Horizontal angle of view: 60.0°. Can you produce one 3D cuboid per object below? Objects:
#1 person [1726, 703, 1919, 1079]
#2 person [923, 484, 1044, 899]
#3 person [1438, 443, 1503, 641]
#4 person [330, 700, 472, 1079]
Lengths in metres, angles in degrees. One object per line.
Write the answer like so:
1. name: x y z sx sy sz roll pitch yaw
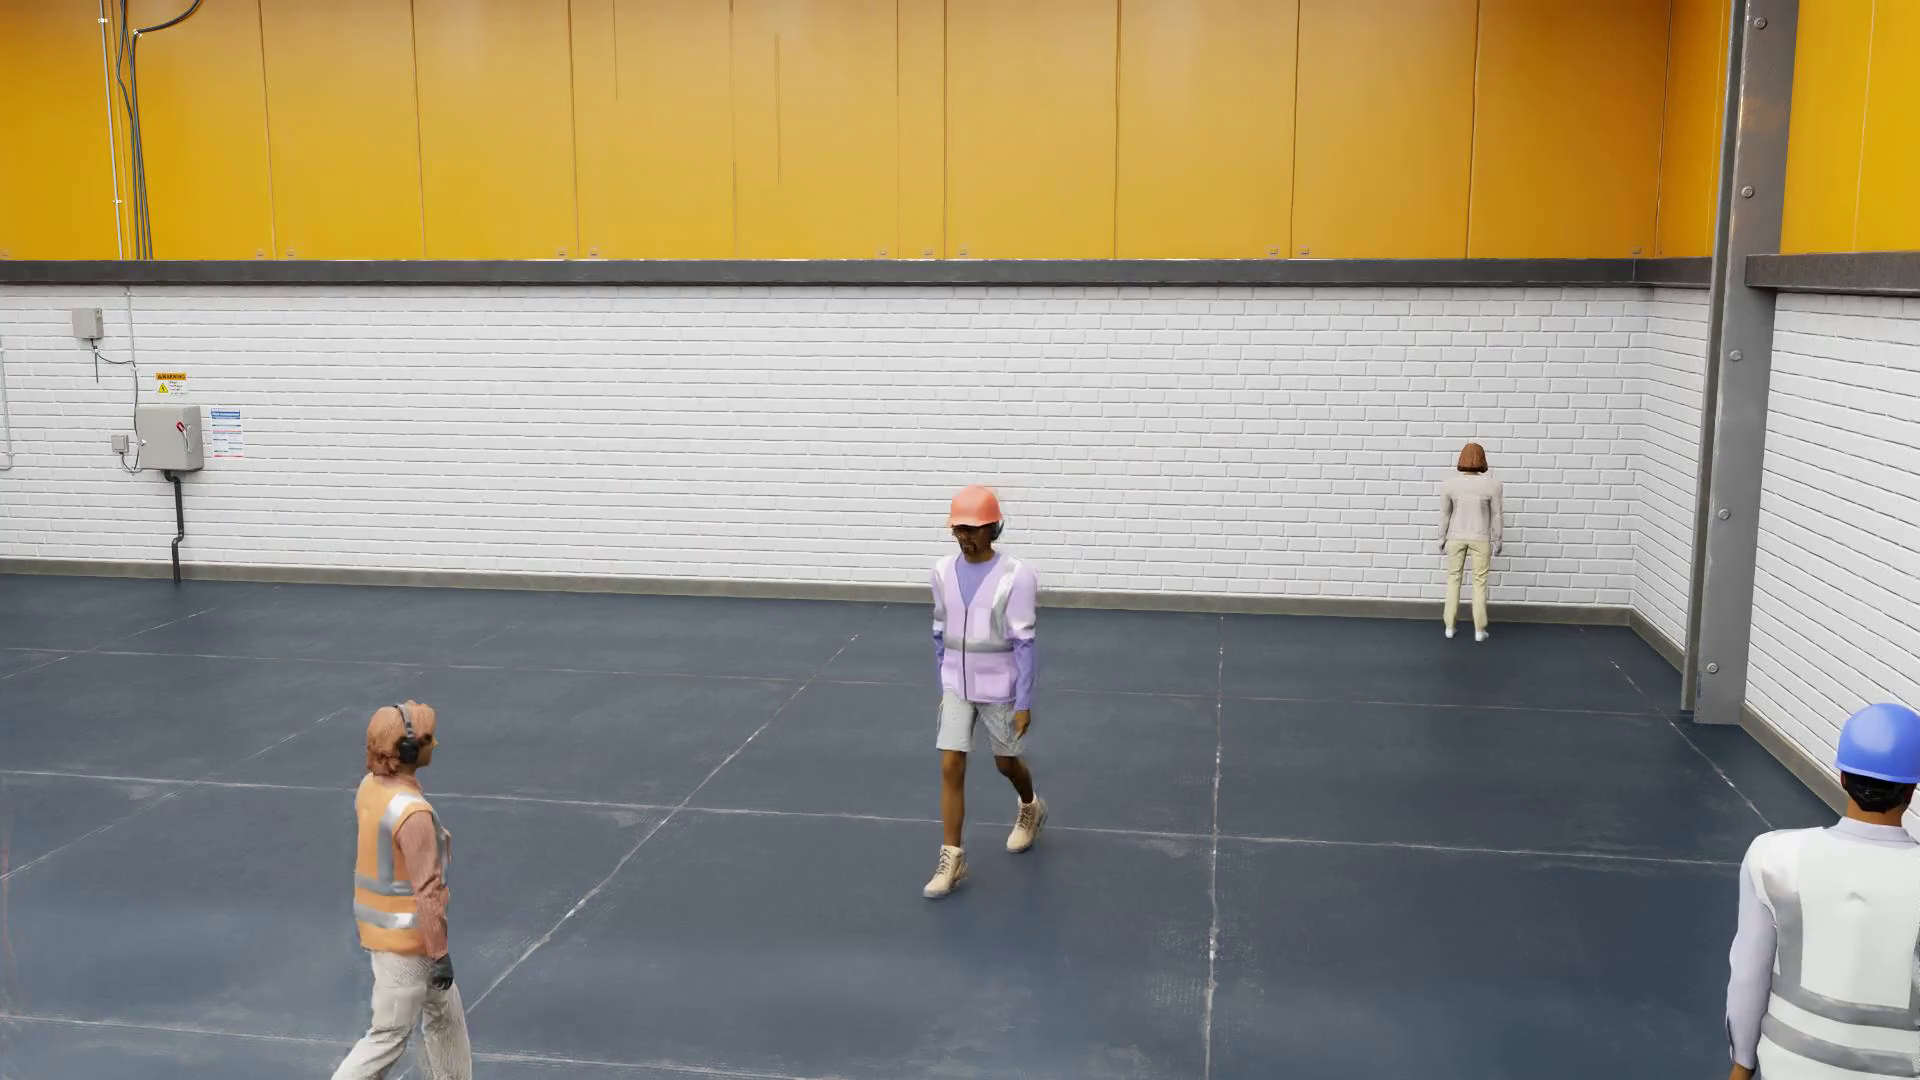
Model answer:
1. person: 2.304 1.376 4.292 0.608 1.946 0.406 6 11 33
2. person: 0.139 0.700 8.313 0.620 2.009 1.010 5 11 30
3. person: 4.191 0.015 13.681 0.512 1.631 0.287 5 10 28
4. person: -1.928 1.339 5.590 0.810 1.608 0.529 -6 11 -34
